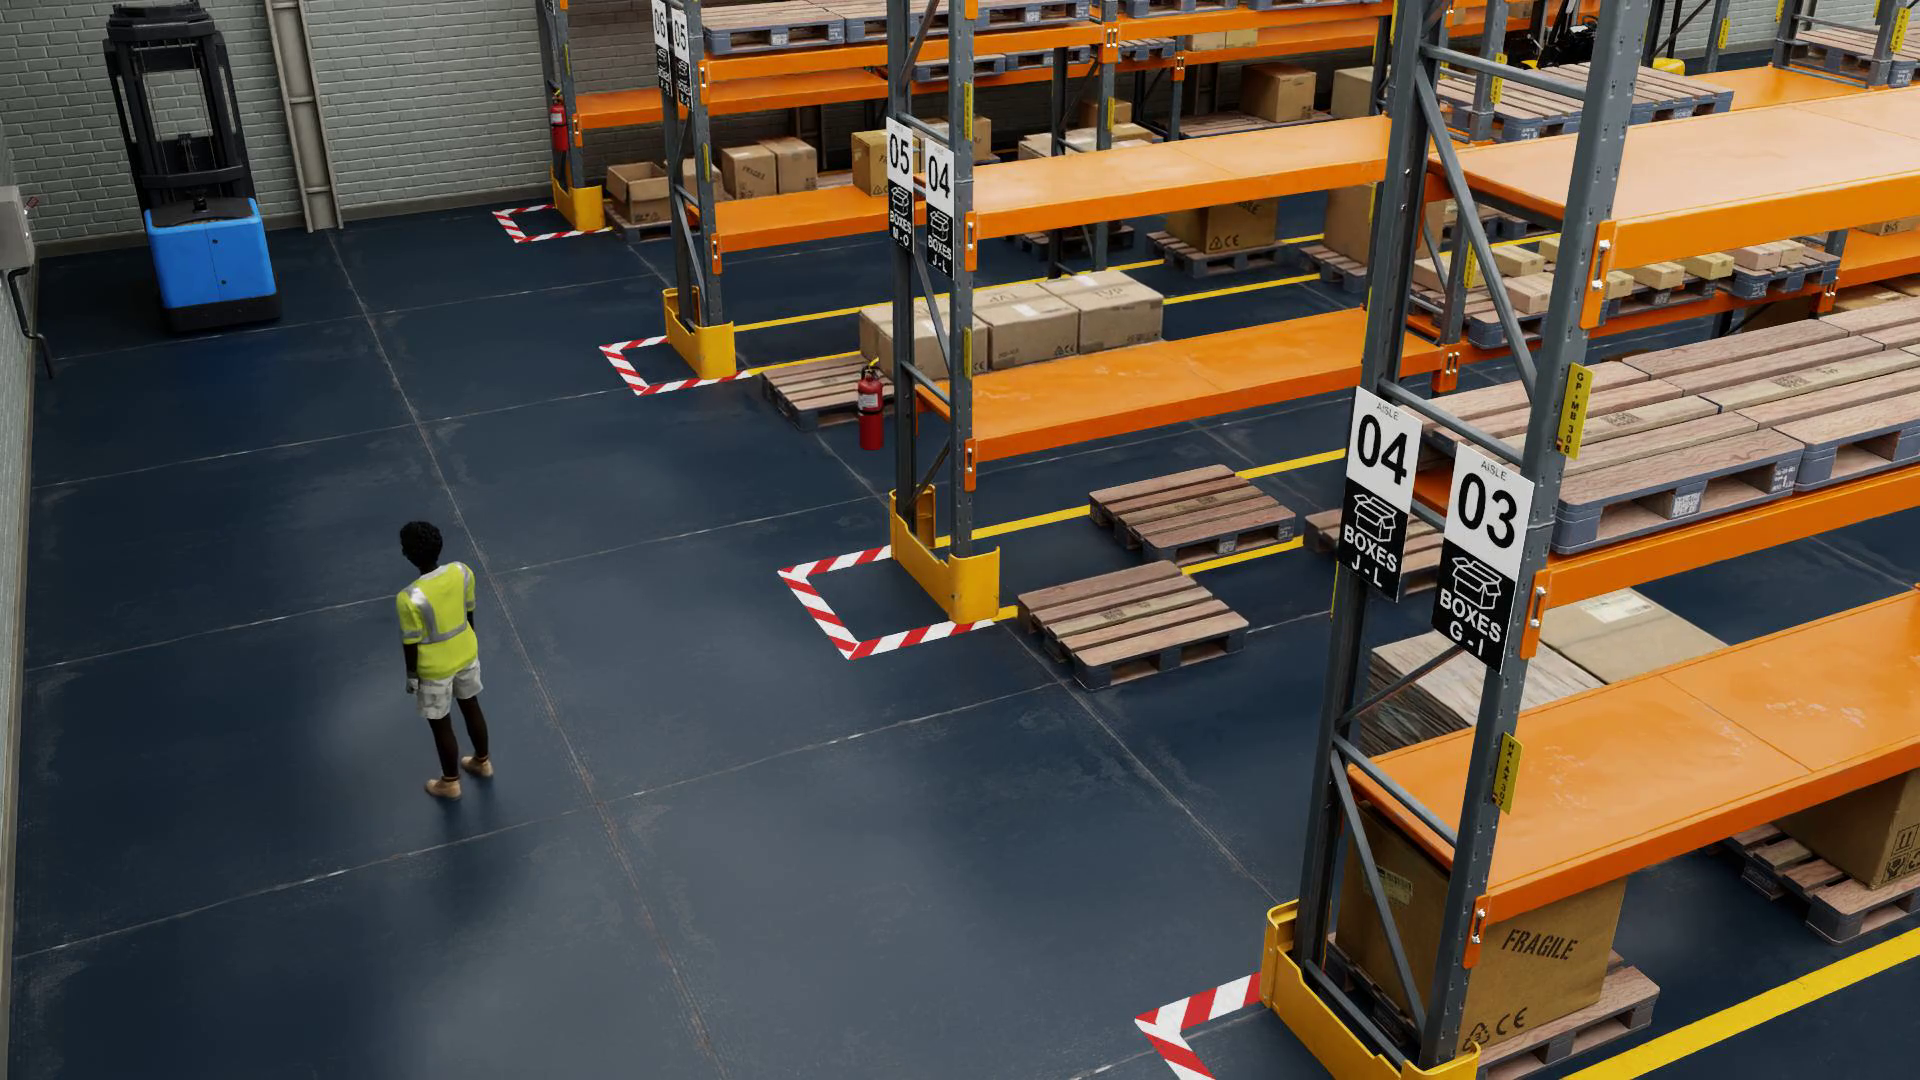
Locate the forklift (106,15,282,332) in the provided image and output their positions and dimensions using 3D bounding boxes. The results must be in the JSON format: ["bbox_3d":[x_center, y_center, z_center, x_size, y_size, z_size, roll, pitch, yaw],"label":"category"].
[{"bbox_3d":[-7.548,-3.672,16.323,1.129,2.768,1.873,-12,30,-22],"label":"forklift"}]

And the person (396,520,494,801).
[{"bbox_3d":[-2.877,0.669,9.278,0.319,1.690,0.537,14,31,25],"label":"person"}]

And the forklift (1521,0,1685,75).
[{"bbox_3d":[8.950,-6.807,23.056,1.214,2.155,2.313,-12,30,-22],"label":"forklift"}]
